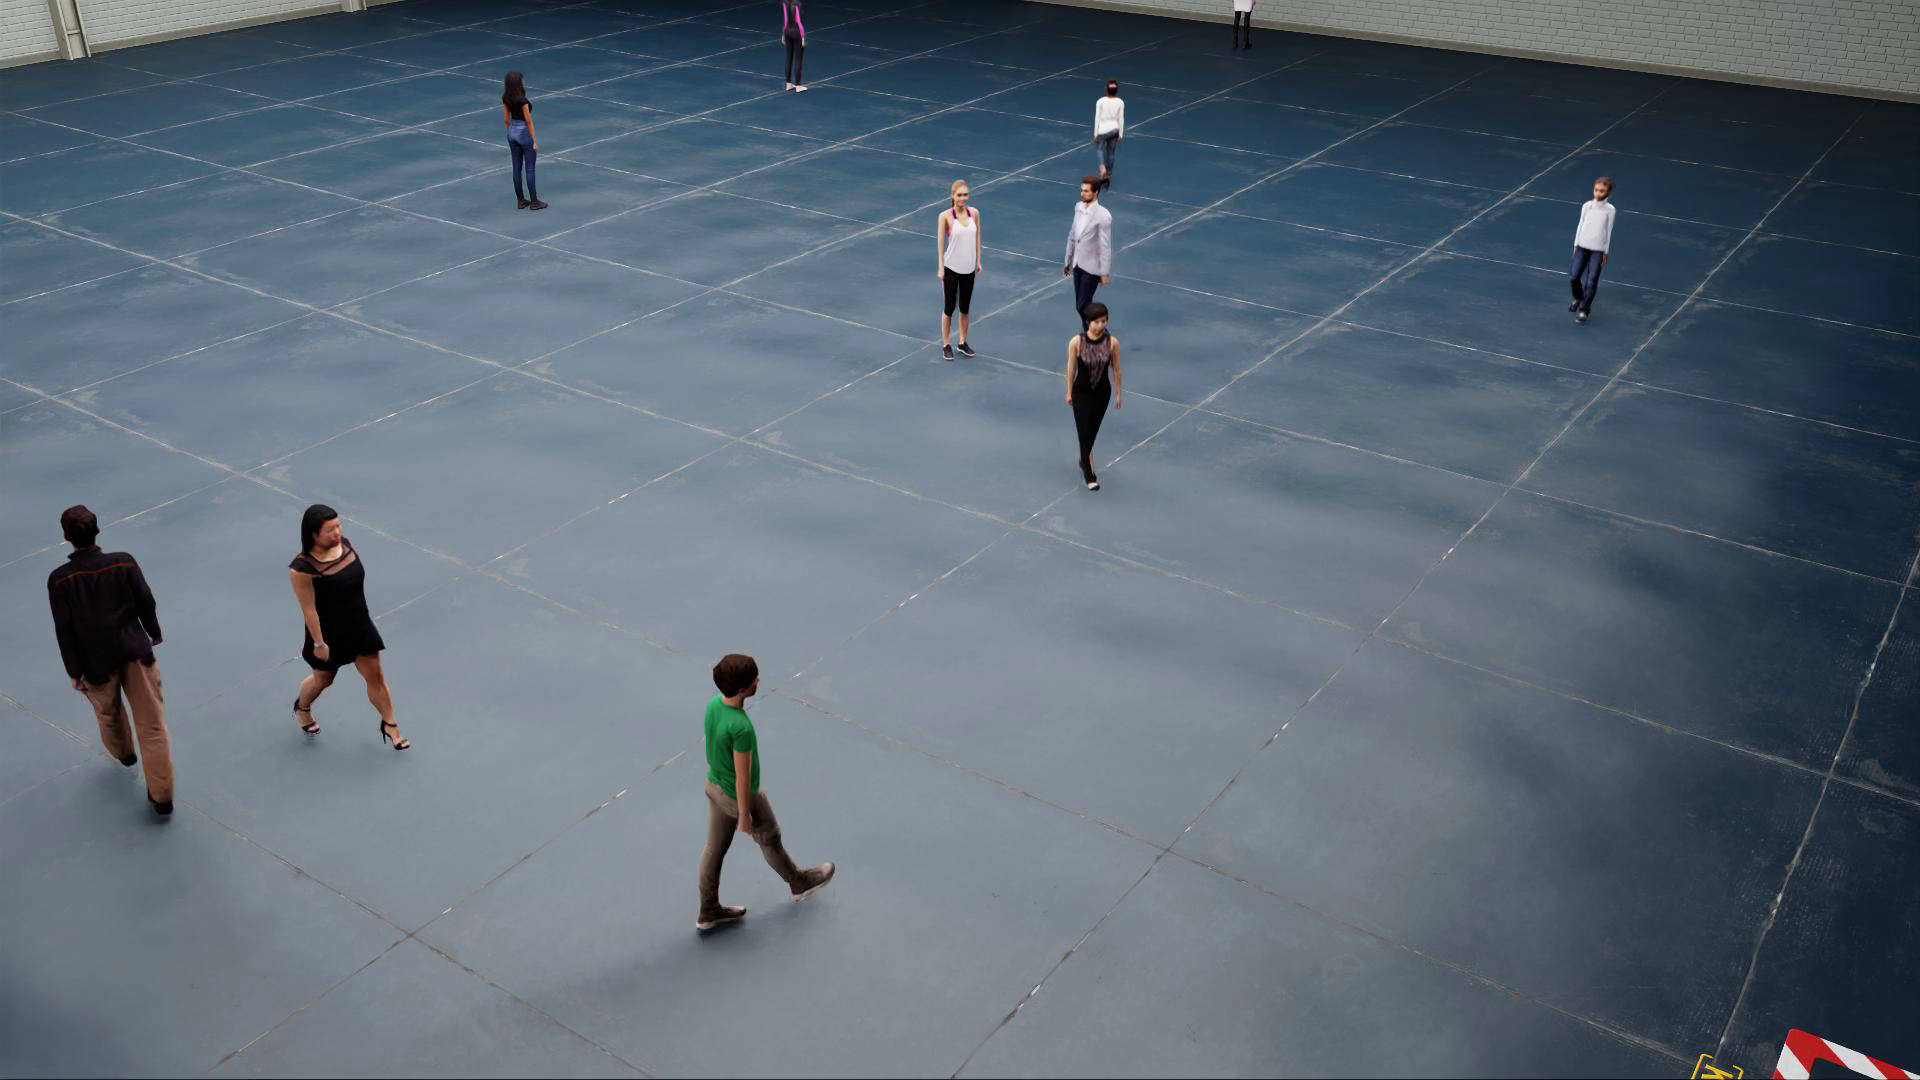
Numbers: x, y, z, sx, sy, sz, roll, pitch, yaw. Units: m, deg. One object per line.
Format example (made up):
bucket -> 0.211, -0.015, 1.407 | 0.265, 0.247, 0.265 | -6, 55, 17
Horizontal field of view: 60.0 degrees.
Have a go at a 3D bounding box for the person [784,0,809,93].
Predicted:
person -> -2.725, -8.267, 27.281 | 0.537, 1.747, 0.522 | 19, 33, 32

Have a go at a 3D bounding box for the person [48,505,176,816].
person -> -4.860, 0.749, 9.631 | 1.213, 1.877, 1.037 | -19, 33, -32

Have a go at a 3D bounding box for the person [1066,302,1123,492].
person -> 1.078, -1.220, 13.809 | 1.041, 1.551, 1.109 | -5, 28, -9

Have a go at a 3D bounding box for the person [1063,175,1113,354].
person -> 1.345, -2.704, 16.381 | 0.821, 1.836, 0.809 | -12, 29, -21

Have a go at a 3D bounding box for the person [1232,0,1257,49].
person -> 5.210, -9.969, 30.525 | 0.673, 1.804, 0.655 | 12, 29, 22

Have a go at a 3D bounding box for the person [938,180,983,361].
person -> -0.013, -2.668, 16.365 | 0.634, 1.786, 0.753 | -12, 30, -22

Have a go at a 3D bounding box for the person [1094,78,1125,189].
person -> 1.962, -5.368, 21.982 | 0.675, 1.444, 0.732 | -3, 27, -5

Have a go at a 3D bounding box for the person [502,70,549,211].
person -> -5.565, -5.069, 21.079 | 0.589, 1.740, 0.570 | 13, 30, 23

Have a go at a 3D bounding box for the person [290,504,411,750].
person -> -3.903, 0.559, 10.217 | 0.864, 1.677, 1.051 | 11, 29, 21

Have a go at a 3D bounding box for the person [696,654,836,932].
person -> -1.258, 1.358, 8.723 | 1.126, 1.625, 0.885 | -15, 31, -27

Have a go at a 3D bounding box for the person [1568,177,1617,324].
person -> 6.637, -3.051, 17.371 | 0.525, 1.546, 0.613 | 17, 32, 30
